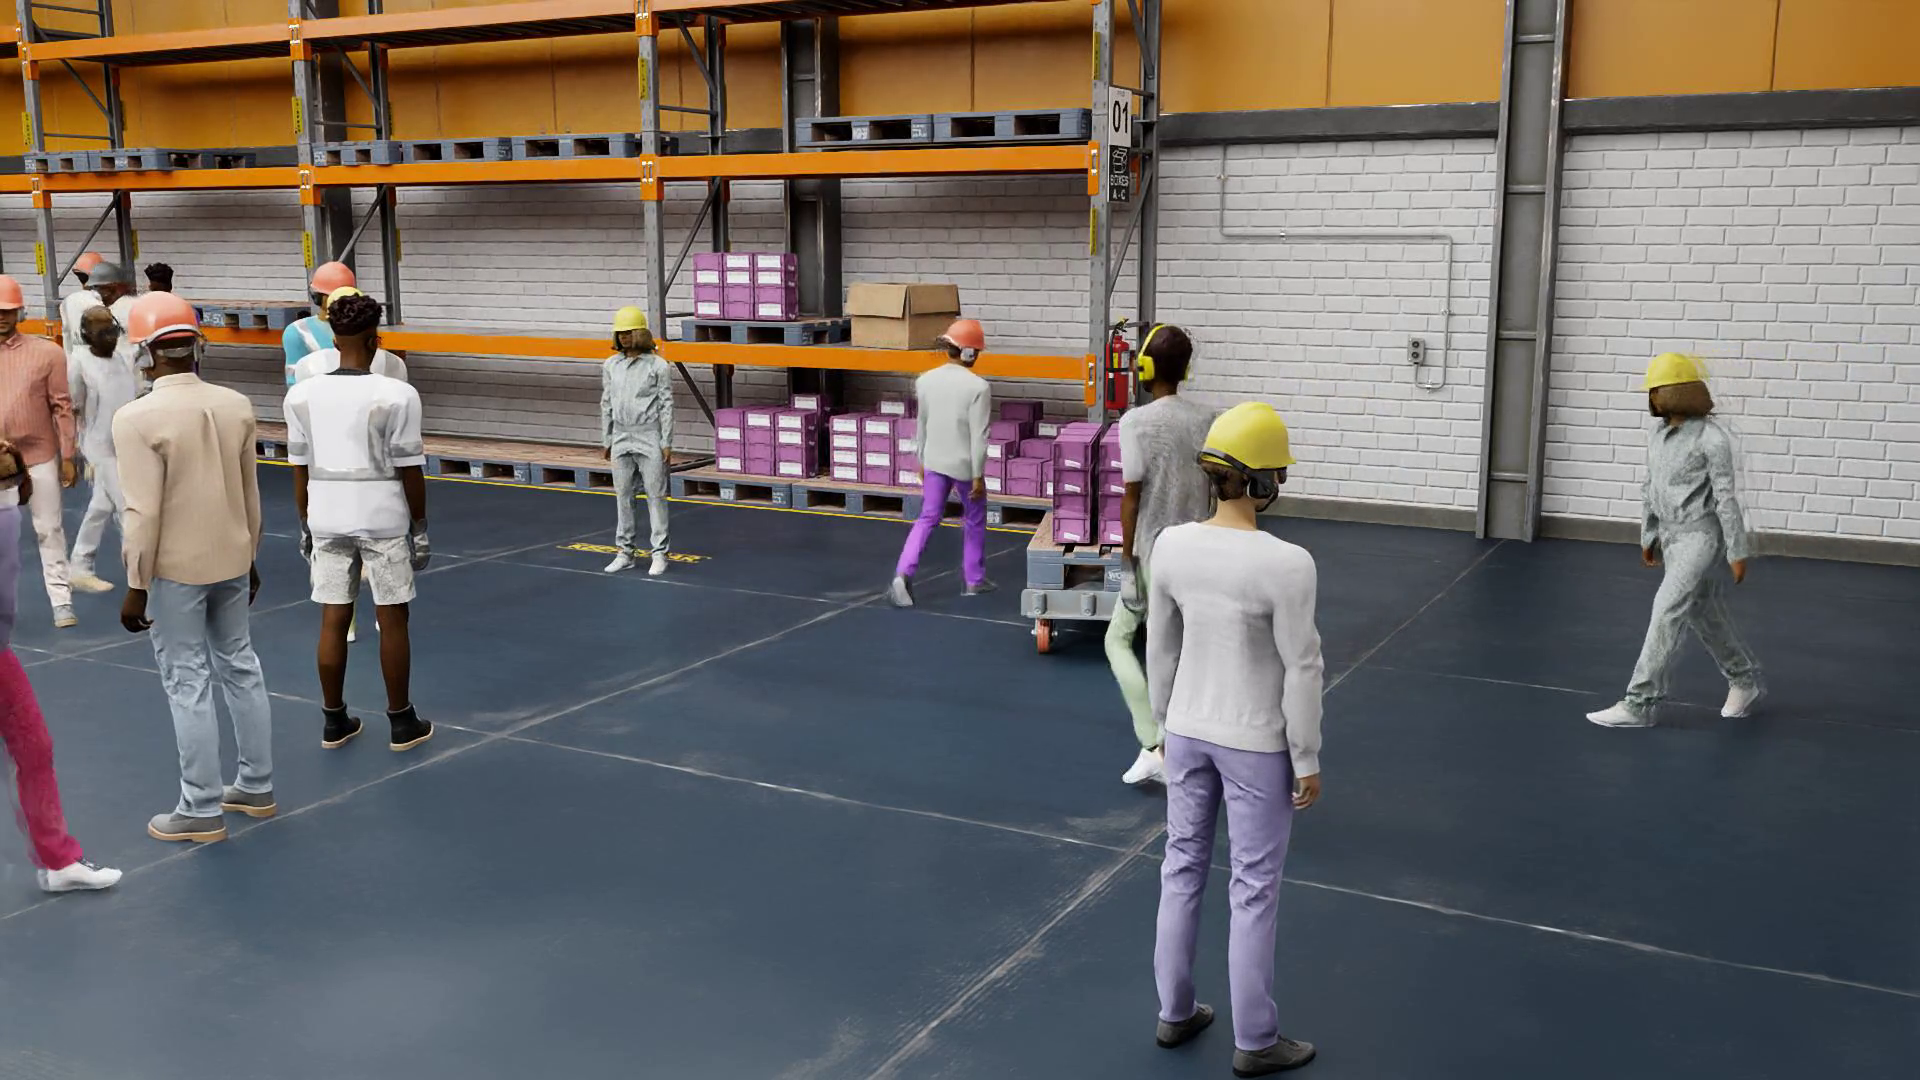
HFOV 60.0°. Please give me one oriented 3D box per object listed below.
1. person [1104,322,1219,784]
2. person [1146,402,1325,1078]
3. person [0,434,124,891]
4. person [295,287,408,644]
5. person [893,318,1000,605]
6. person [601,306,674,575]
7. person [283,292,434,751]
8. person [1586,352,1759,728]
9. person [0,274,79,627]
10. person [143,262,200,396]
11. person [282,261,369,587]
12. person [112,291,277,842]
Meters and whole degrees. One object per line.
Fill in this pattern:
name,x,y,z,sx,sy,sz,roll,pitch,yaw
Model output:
person,0.803,0.078,6.565,0.496,1.855,0.416,-6,12,-29
person,0.724,0.522,4.367,0.311,1.768,0.531,-10,14,-44
person,-3.149,0.430,5.375,0.791,1.570,0.527,1,10,3
person,-3.276,-0.402,9.015,0.584,1.921,0.394,-7,13,-35
person,-0.072,-0.468,9.952,0.572,1.714,0.820,8,13,36
person,-2.098,-0.637,10.780,0.492,1.742,0.324,3,11,15
person,-2.551,-0.071,7.107,0.603,1.957,0.385,1,10,7
person,3.297,0.002,7.437,0.894,1.682,0.538,-2,11,-10
person,-5.235,-0.470,9.219,0.617,1.986,0.415,-5,11,-26
person,-6.925,-1.446,14.603,0.362,1.962,0.614,4,11,19
person,-3.878,-0.711,10.390,0.406,2.033,0.609,7,13,35
person,-2.803,0.100,6.057,0.390,1.990,0.623,4,11,20
